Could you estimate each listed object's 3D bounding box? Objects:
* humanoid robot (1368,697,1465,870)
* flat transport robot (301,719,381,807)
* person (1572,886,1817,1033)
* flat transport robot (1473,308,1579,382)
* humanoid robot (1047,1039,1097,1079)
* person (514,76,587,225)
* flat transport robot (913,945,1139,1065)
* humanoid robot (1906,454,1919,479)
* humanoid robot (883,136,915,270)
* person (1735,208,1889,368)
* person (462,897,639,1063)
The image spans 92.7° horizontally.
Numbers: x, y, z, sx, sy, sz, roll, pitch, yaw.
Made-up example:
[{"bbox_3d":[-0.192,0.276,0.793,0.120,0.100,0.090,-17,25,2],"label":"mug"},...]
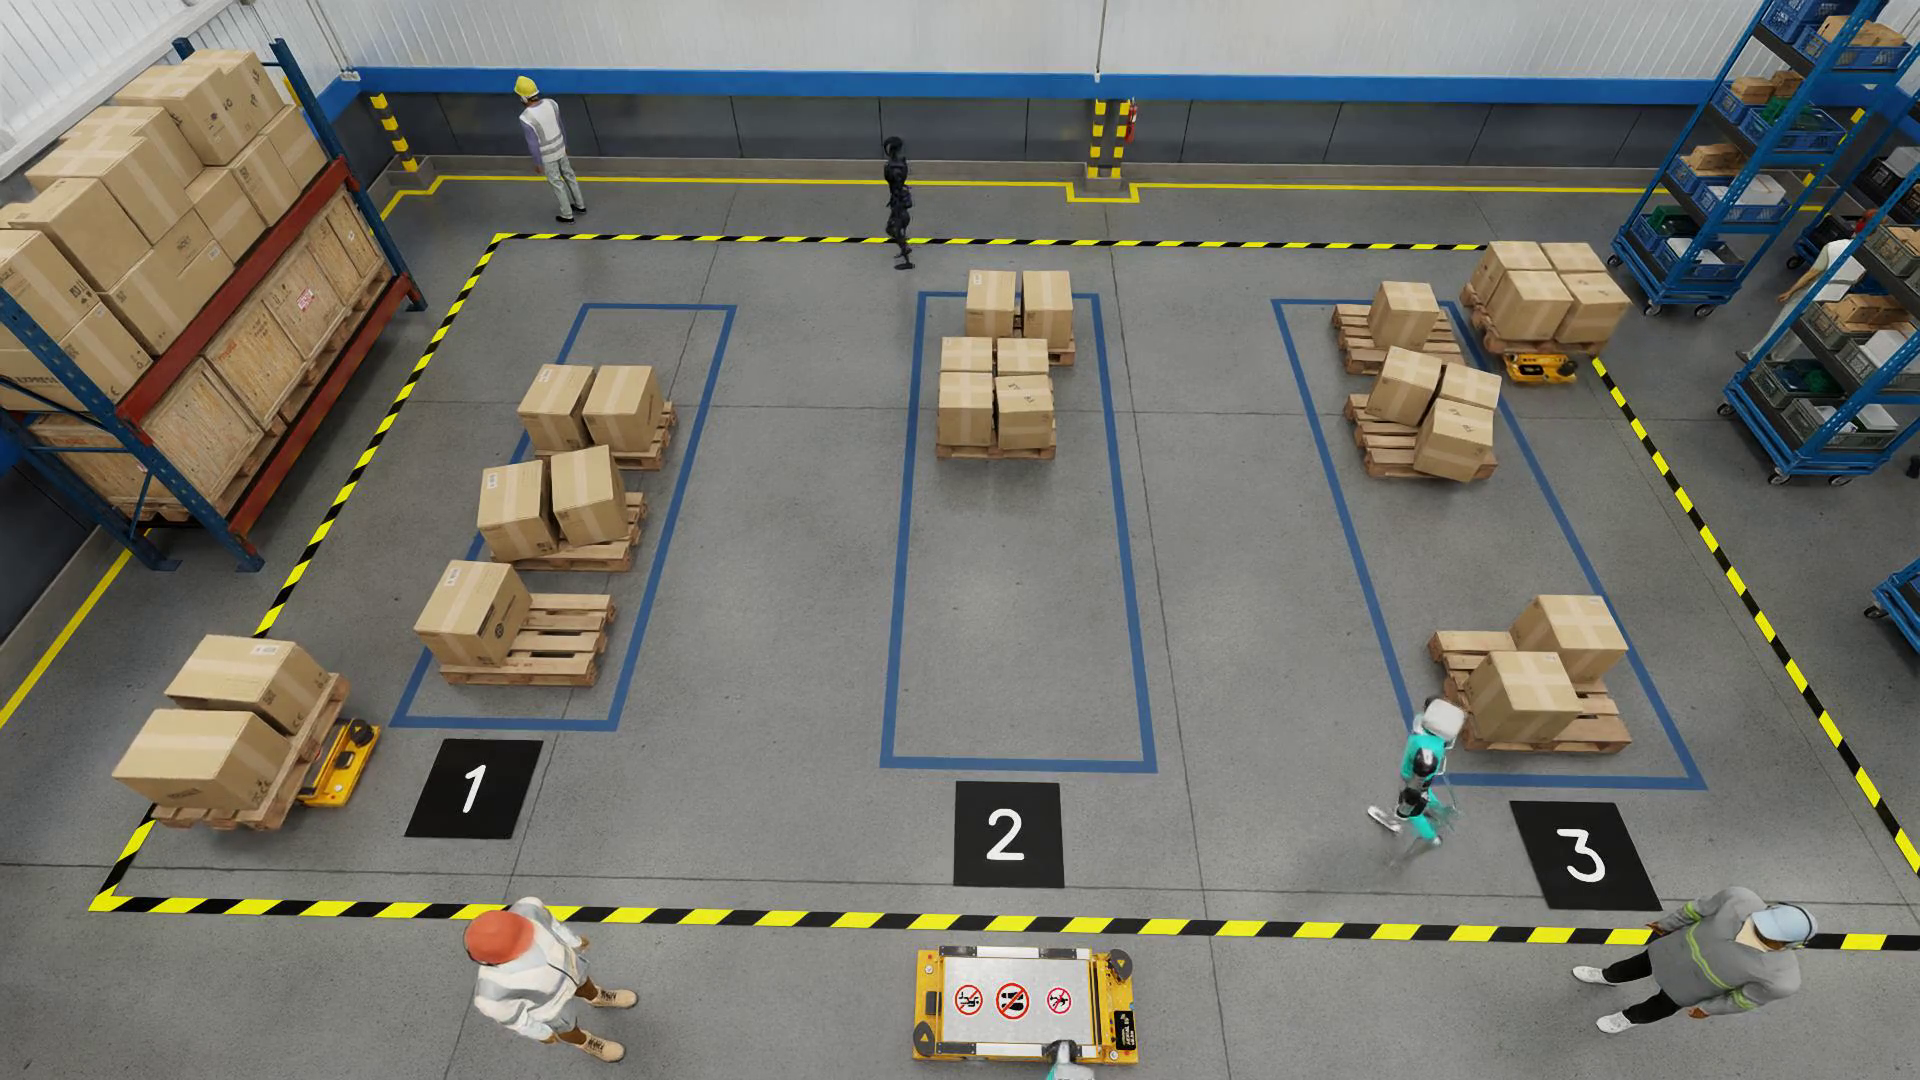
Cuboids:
[{"bbox_3d":[3.191,1.711,6.157,0.797,1.786,0.530,20,54,16],"label":"humanoid robot"},{"bbox_3d":[-5.355,1.696,7.085,1.431,0.197,0.652,1,51,1],"label":"flat transport robot"},{"bbox_3d":[4.328,2.508,5.420,0.371,1.852,0.588,-2,51,-2],"label":"person"},{"bbox_3d":[6.374,-2.339,10.374,0.652,0.197,1.431,1,51,1],"label":"flat transport robot"},{"bbox_3d":[0.769,3.121,4.947,0.722,1.719,0.535,0,51,0],"label":"humanoid robot"},{"bbox_3d":[-5.117,-4.840,11.419,0.404,1.837,0.589,19,53,15],"label":"person"},{"bbox_3d":[0.422,3.041,6.007,1.431,0.231,0.659,1,51,1],"label":"flat transport robot"},{"bbox_3d":[9.543,-0.966,8.380,0.600,1.637,0.677,7,51,6],"label":"humanoid robot"},{"bbox_3d":[-0.730,-3.924,10.774,0.335,1.652,0.600,-8,51,-7],"label":"humanoid robot"},{"bbox_3d":[8.931,-2.563,9.560,0.562,1.842,0.391,3,51,3],"label":"person"},{"bbox_3d":[-2.326,2.543,5.268,0.365,2.047,0.606,3,51,2],"label":"person"}]
